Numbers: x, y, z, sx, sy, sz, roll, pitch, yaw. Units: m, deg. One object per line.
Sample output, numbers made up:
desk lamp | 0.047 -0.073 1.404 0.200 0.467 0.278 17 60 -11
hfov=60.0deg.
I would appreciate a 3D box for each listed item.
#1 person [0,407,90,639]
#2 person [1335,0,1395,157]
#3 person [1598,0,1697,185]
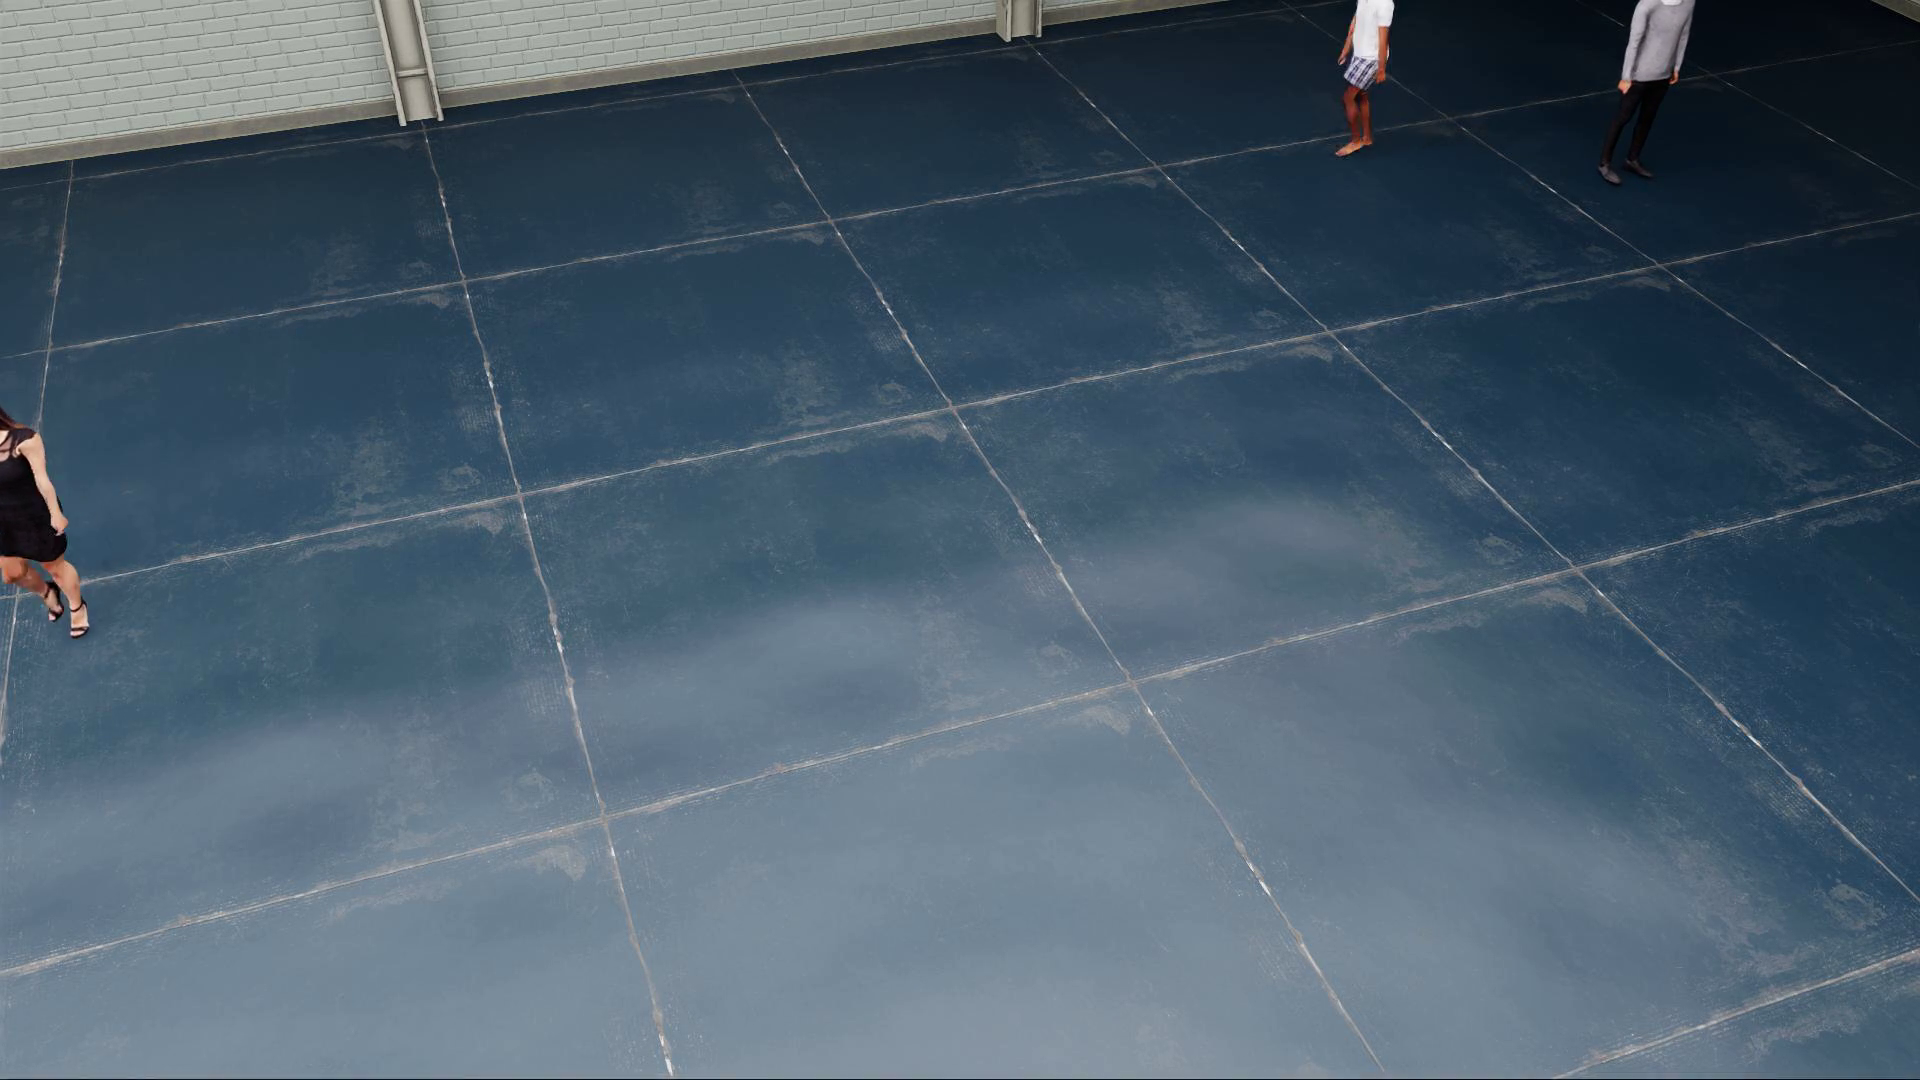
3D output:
person | -5.195 -0.174 9.301 0.671 1.704 0.791 -1 38 -2
person | 3.616 -4.195 14.437 0.703 1.710 0.687 -5 38 -6
person | 5.777 -3.955 13.960 0.526 1.918 0.786 -11 39 -14
